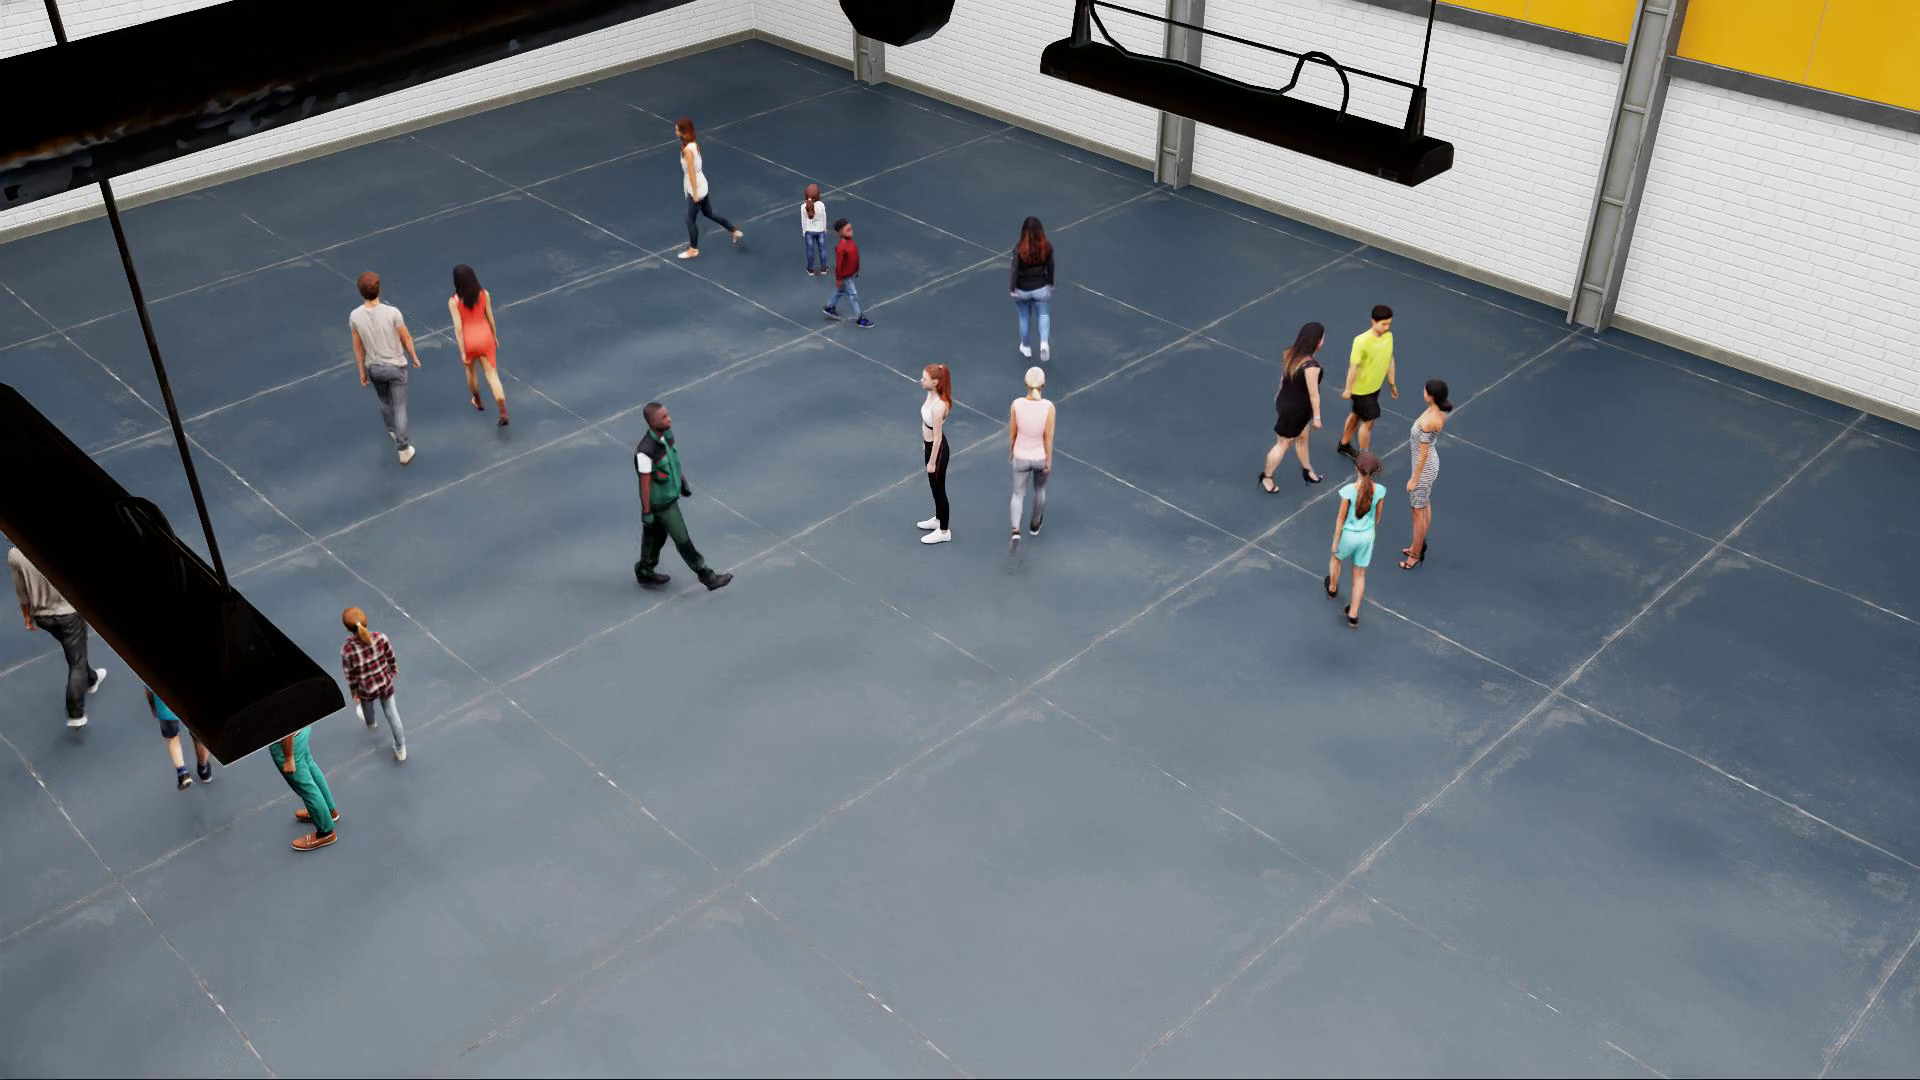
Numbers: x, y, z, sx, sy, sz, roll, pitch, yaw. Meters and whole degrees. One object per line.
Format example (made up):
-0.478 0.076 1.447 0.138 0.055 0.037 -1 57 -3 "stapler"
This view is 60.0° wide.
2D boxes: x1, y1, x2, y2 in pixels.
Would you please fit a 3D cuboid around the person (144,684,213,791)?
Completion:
-5.604 1.210 11.950 0.642 1.434 0.737 -17 37 -24 "person"

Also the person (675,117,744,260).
-3.036 -4.172 19.763 1.061 1.749 1.058 -1 34 -2 "person"

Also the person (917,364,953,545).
-0.206 -0.775 14.658 0.729 1.742 0.646 -4 34 -6 "person"

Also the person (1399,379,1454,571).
3.989 -0.570 14.277 0.639 1.822 0.665 14 36 20 "person"

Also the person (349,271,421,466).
-5.440 -1.583 15.763 1.025 1.864 1.120 -3 34 -4 "person"

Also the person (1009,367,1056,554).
0.609 -0.675 14.539 1.005 1.708 0.968 6 34 9 "person"

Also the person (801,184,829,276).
-1.714 -3.669 19.583 0.532 1.109 0.583 -6 34 -9 "person"

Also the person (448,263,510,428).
-4.717 -1.893 16.392 0.765 1.684 1.174 -19 38 -27 "person"

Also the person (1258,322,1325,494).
3.003 -1.180 15.333 1.052 1.669 1.006 -5 34 -8 "person"

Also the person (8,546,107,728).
-6.819 0.611 12.546 1.070 1.772 1.183 -4 34 -6 "person"

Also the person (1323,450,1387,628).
3.269 0.019 13.652 0.872 1.534 0.945 0 34 -1 "person"

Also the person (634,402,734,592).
-2.584 -0.344 13.961 1.258 1.796 1.114 5 34 7 "person"

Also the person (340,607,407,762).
-4.303 1.091 12.277 0.639 1.270 0.916 -21 39 -28 "person"

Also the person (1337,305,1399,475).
3.800 -1.508 15.816 0.625 1.681 0.806 -27 42 -34 "person"

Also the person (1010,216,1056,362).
0.791 -2.612 17.533 0.900 1.619 0.997 -6 34 -9 "person"

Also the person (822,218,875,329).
-1.318 -2.966 18.413 0.938 1.233 0.754 10 35 15 "person"
